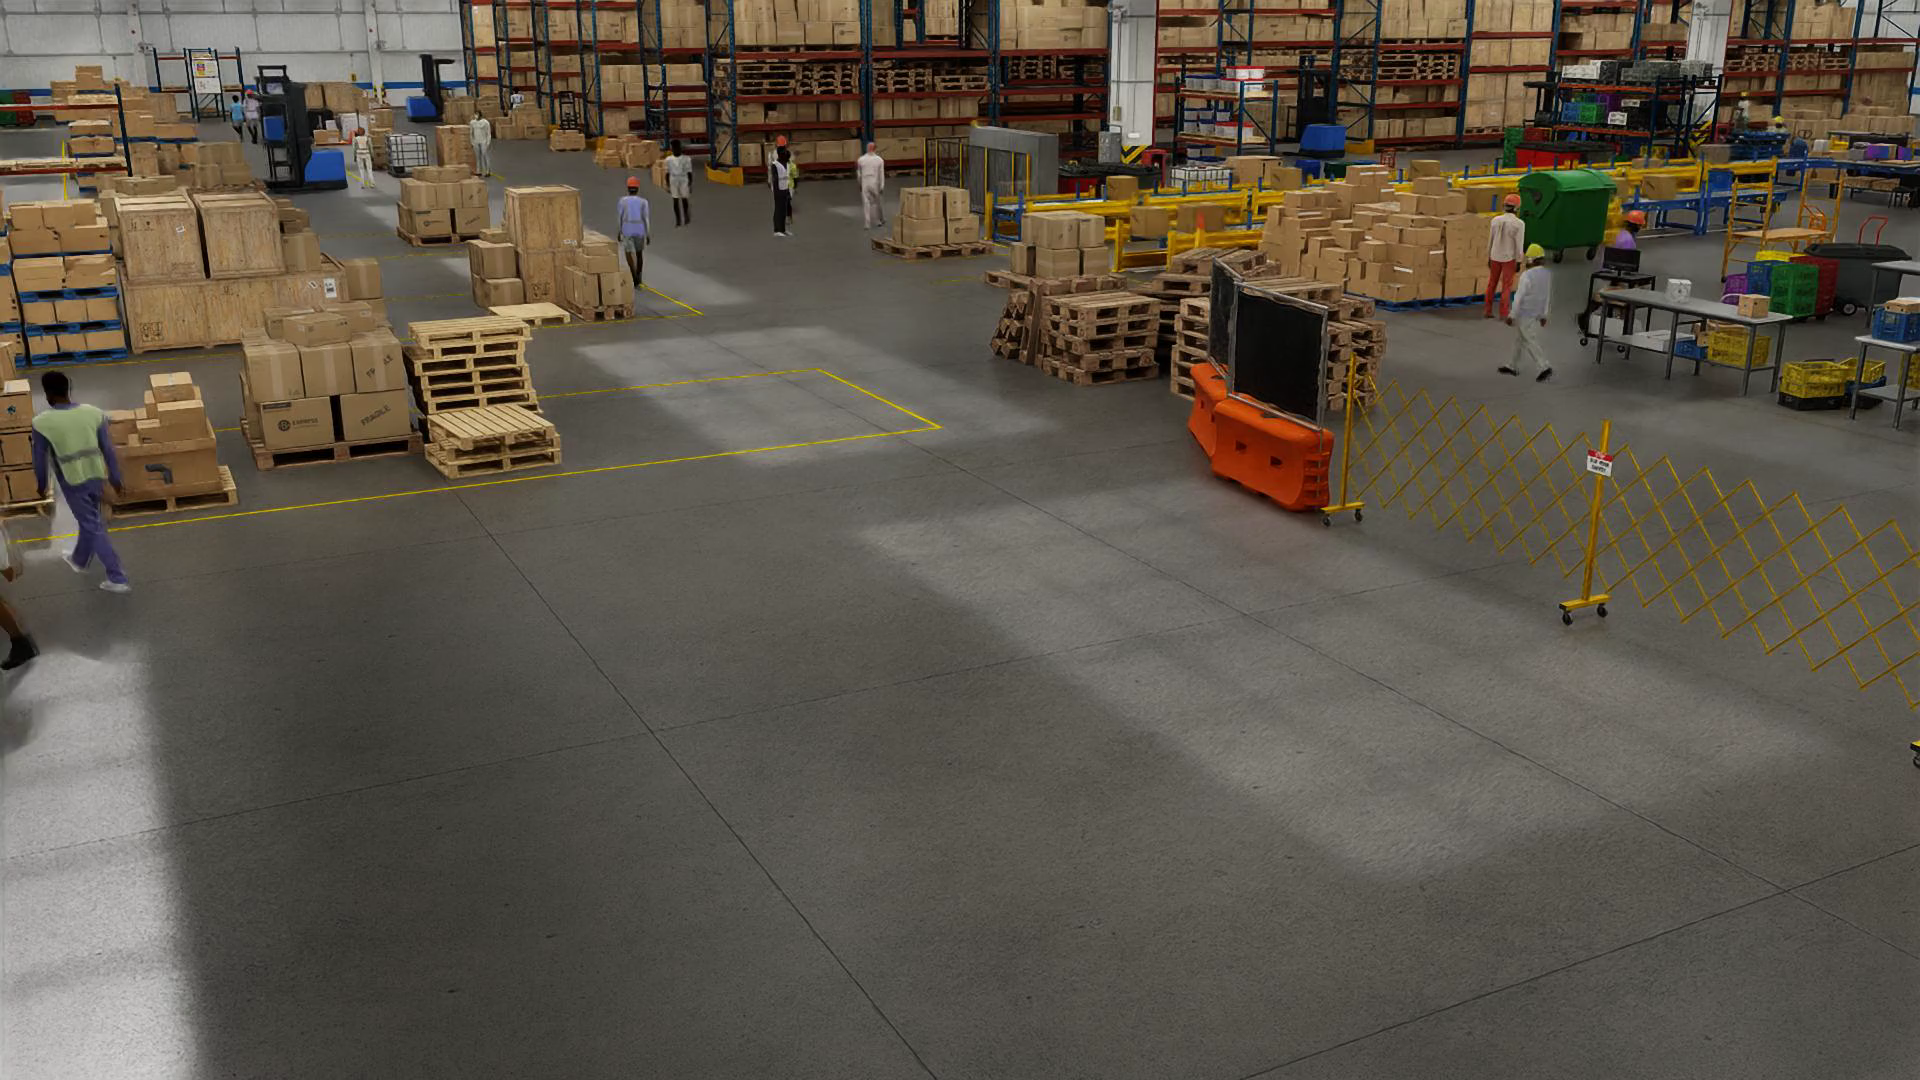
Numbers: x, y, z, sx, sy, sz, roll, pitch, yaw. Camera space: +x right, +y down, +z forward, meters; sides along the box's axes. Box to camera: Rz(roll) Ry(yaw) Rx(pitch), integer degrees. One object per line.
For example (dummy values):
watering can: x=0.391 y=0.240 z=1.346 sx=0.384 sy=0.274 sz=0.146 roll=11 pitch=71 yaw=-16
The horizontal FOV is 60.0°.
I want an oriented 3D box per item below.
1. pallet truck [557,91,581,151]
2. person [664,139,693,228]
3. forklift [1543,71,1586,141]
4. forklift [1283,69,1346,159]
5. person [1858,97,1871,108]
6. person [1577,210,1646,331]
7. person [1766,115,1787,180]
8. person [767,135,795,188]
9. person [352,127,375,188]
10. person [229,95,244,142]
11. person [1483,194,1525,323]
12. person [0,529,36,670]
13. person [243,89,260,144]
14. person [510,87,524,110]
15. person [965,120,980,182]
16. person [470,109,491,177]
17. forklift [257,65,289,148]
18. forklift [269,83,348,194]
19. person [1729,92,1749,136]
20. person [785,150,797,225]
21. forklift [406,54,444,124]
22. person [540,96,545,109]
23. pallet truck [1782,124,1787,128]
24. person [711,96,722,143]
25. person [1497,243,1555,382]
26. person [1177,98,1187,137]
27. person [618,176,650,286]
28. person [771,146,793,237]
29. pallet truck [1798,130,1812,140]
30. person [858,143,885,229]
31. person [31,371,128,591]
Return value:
pallet truck: x=-13.495 y=-14.412 z=57.188 sx=0.823 sy=1.965 sz=1.885 roll=-3 pitch=18 yaw=-9
person: x=-6.287 y=-7.964 z=37.160 sx=0.629 sy=1.945 sz=0.425 roll=1 pitch=18 yaw=5
forklift: x=18.685 y=-13.231 z=52.085 sx=1.873 sy=2.768 sz=1.129 roll=-9 pitch=20 yaw=-26
forklift: x=11.615 y=-13.871 z=54.079 sx=1.129 sy=2.768 sz=1.873 roll=-9 pitch=20 yaw=-27
person: x=30.437 y=-13.987 z=56.093 sx=0.989 sy=1.859 sz=0.652 roll=-4 pitch=18 yaw=-11
person: x=9.797 y=-4.005 z=24.922 sx=0.835 sy=1.896 sz=0.587 roll=3 pitch=18 yaw=8
person: x=23.341 y=-11.254 z=47.652 sx=0.601 sy=1.811 sz=0.772 roll=2 pitch=18 yaw=7
person: x=-4.106 y=-8.357 z=38.359 sx=0.638 sy=1.987 sz=1.012 roll=0 pitch=18 yaw=-1
person: x=-16.233 y=-10.405 z=45.273 sx=0.522 sy=1.638 sz=0.309 roll=-7 pitch=19 yaw=-21
person: x=-26.374 y=-15.400 z=60.766 sx=0.542 sy=1.679 sz=0.511 roll=-16 pitch=24 yaw=-41
person: x=8.551 y=-4.419 z=26.076 sx=0.426 sy=1.982 sz=0.626 roll=-13 pitch=22 yaw=-35
person: x=-7.214 y=0.147 z=11.992 sx=0.540 sy=1.867 sz=1.039 roll=6 pitch=19 yaw=17
person: x=-25.546 y=-15.273 z=59.989 sx=0.582 sy=1.923 sz=0.406 roll=-14 pitch=23 yaw=-38
person: x=-17.685 y=-17.242 z=66.496 sx=0.542 sy=1.696 sz=0.316 roll=-9 pitch=20 yaw=-26
person: x=0.498 y=-10.947 z=46.829 sx=0.900 sy=1.726 sz=0.541 roll=-3 pitch=18 yaw=-8
person: x=-13.885 y=-11.487 z=48.163 sx=0.635 sy=1.938 sz=0.360 roll=4 pitch=18 yaw=12
forklift: x=-23.798 y=-15.108 z=57.934 sx=1.129 sy=2.768 sz=1.873 roll=-9 pitch=20 yaw=-26
forklift: x=-17.458 y=-10.696 z=44.179 sx=1.873 sy=2.768 sz=1.129 roll=-9 pitch=20 yaw=-26
person: x=28.998 y=-15.752 z=61.806 sx=0.880 sy=1.725 sz=0.535 roll=-6 pitch=19 yaw=-19
person: x=-3.981 y=-7.963 z=37.609 sx=0.538 sy=1.677 sz=0.686 roll=13 pitch=22 yaw=35
forklift: x=-22.481 y=-19.104 z=70.392 sx=1.873 sy=2.768 sz=1.129 roll=-9 pitch=20 yaw=-26
person: x=-16.346 y=-16.840 z=65.356 sx=0.390 sy=1.620 sz=0.538 roll=-15 pitch=23 yaw=-39
pallet truck: x=25.206 y=-12.542 z=52.601 sx=1.601 sy=1.201 sz=0.680 roll=0 pitch=18 yaw=-2
person: x=-8.226 y=-14.154 z=56.503 sx=0.635 sy=1.922 sz=0.756 roll=13 pitch=22 yaw=34
person: x=7.557 y=-2.994 z=21.923 sx=0.593 sy=1.803 sz=0.879 roll=-15 pitch=23 yaw=-39
person: x=8.266 y=-15.764 z=61.989 sx=0.507 sy=1.633 sz=0.276 roll=-10 pitch=20 yaw=-28
person: x=-5.743 y=-5.427 z=29.303 sx=0.575 sy=1.915 sz=0.734 roll=-5 pitch=19 yaw=-17
person: x=-3.854 y=-7.501 z=35.772 sx=0.370 sy=1.916 sz=0.597 roll=8 pitch=19 yaw=24
pallet truck: x=25.526 y=-11.556 z=49.408 sx=1.630 sy=1.274 sz=0.653 roll=-9 pitch=20 yaw=-26
person: x=-1.955 y=-7.910 z=37.135 sx=0.657 sy=1.854 sz=0.981 roll=4 pitch=18 yaw=11
person: x=-7.487 y=-0.504 z=14.043 sx=1.024 sy=1.859 sz=0.595 roll=9 pitch=20 yaw=27
